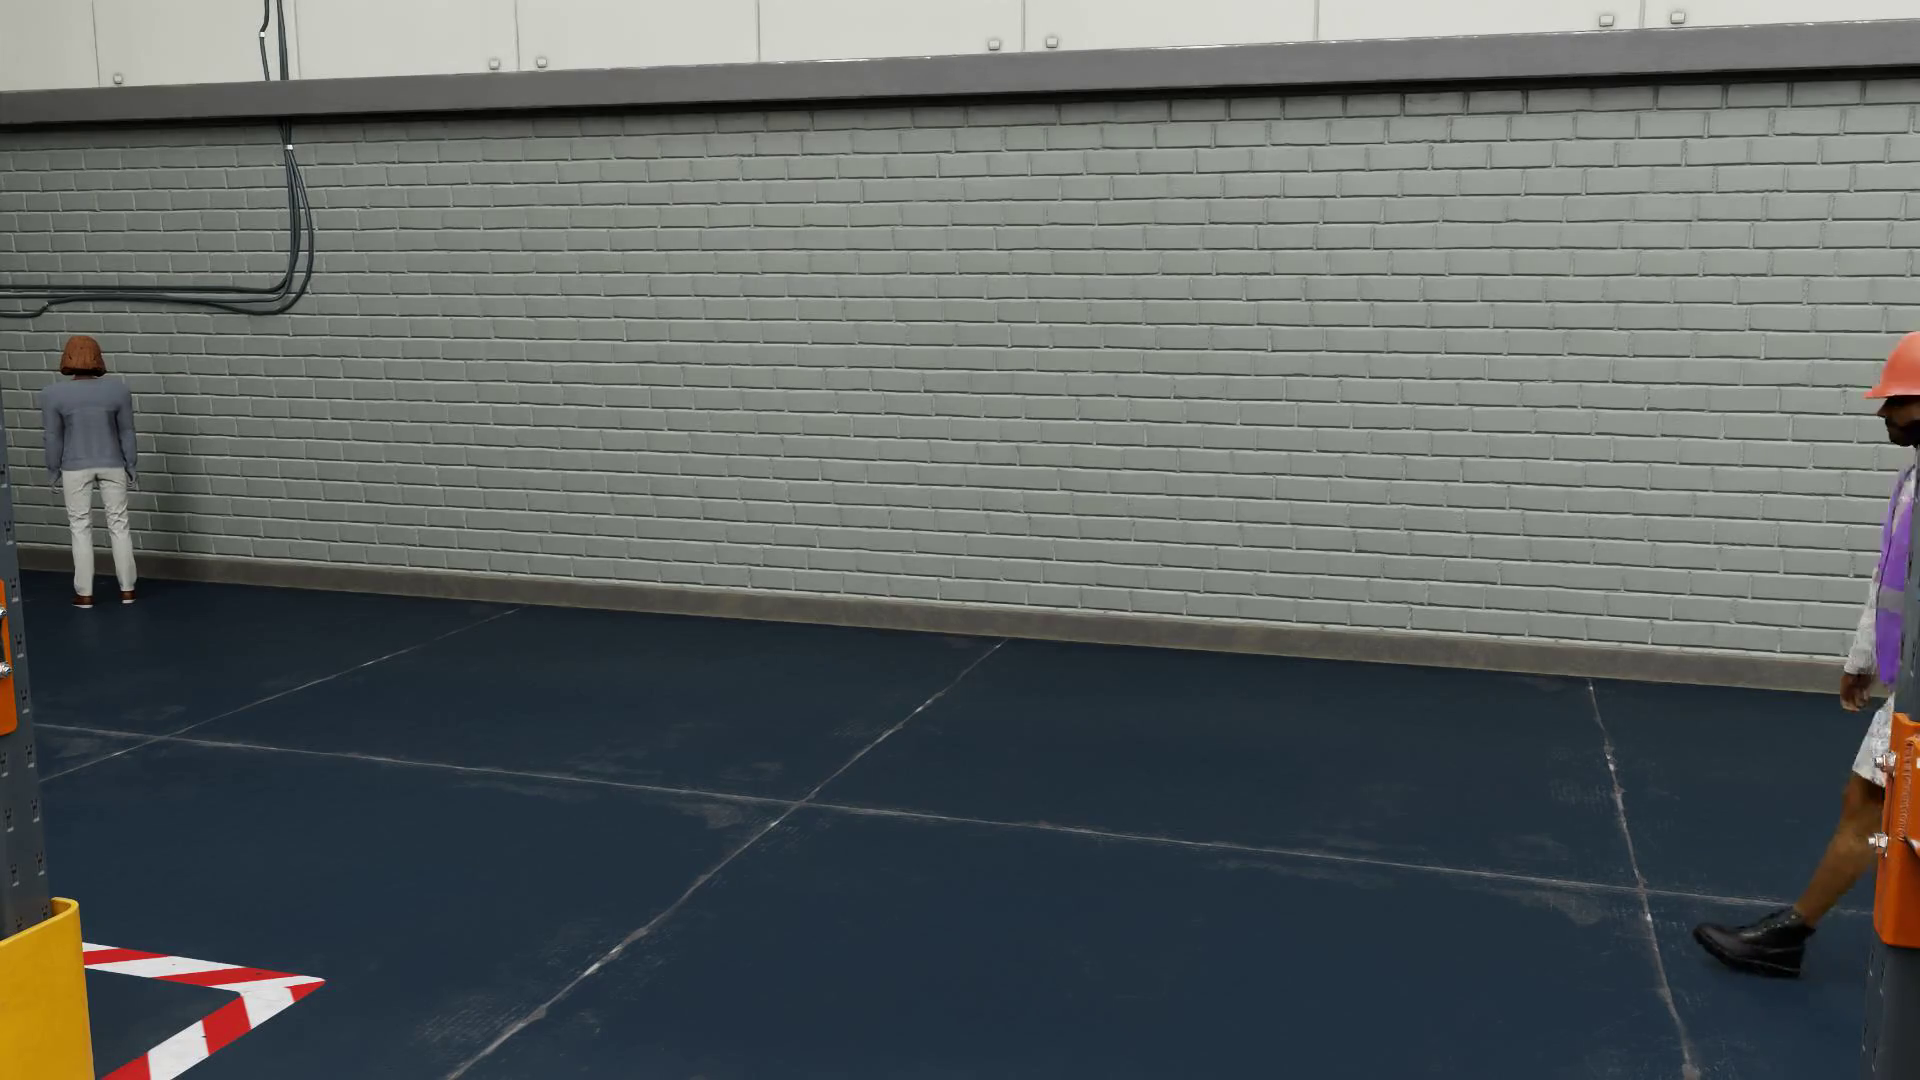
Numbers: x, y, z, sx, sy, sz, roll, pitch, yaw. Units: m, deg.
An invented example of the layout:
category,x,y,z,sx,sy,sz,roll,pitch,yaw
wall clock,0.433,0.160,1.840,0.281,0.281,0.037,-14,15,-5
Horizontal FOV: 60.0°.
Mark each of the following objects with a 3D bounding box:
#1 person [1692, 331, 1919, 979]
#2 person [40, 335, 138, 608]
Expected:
category,x,y,z,sx,sy,sz,roll,pitch,yaw
person,2.702,0.355,4.705,1.015,1.879,0.570,2,10,14
person,-5.205,-0.409,9.984,0.504,1.633,0.279,-7,12,-35
